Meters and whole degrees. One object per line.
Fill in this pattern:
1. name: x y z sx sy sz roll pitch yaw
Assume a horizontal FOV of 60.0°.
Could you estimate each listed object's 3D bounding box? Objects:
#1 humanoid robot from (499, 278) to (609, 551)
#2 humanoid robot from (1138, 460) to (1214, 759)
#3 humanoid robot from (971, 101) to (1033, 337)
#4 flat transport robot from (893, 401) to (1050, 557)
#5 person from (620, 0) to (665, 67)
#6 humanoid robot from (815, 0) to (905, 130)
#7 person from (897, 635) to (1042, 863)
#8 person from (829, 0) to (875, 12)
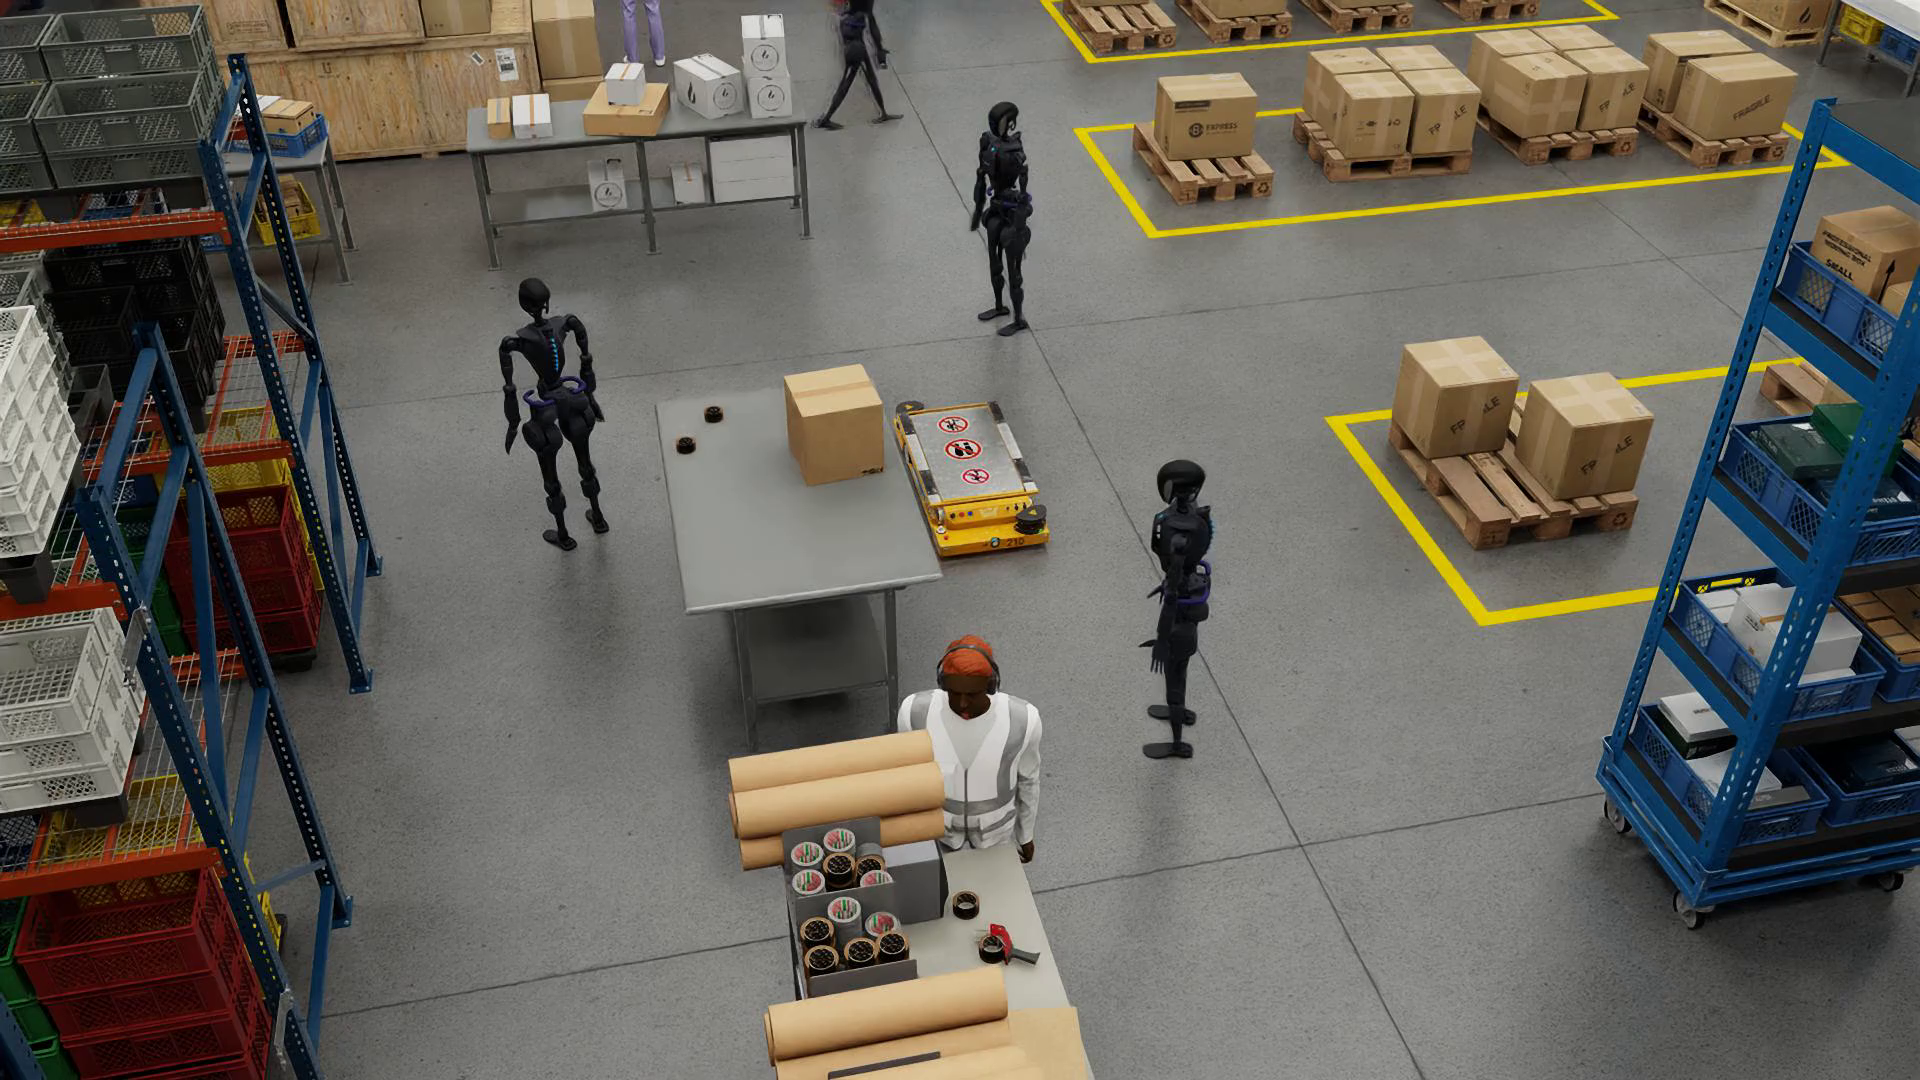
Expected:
1. humanoid robot: -2.275 -0.715 9.323 0.605 1.657 0.316 -28 45 -32
2. humanoid robot: 1.030 0.319 7.942 0.324 1.652 0.574 6 37 8
3. humanoid robot: 0.297 -2.191 11.317 0.310 1.654 0.561 -21 42 -26
4. flat transport robot: 0.046 -0.430 10.108 0.652 0.197 1.431 -8 37 -10
5. person: -3.002 -5.322 15.329 0.586 1.919 0.398 -11 38 -14
6. humanoid robot: -0.898 -4.296 14.192 0.791 1.621 0.579 -4 37 -6
7. person: 0.028 1.143 6.665 0.573 1.882 0.356 1 37 2
8. person: -1.129 -6.261 16.544 0.642 1.976 0.407 -5 37 -7
